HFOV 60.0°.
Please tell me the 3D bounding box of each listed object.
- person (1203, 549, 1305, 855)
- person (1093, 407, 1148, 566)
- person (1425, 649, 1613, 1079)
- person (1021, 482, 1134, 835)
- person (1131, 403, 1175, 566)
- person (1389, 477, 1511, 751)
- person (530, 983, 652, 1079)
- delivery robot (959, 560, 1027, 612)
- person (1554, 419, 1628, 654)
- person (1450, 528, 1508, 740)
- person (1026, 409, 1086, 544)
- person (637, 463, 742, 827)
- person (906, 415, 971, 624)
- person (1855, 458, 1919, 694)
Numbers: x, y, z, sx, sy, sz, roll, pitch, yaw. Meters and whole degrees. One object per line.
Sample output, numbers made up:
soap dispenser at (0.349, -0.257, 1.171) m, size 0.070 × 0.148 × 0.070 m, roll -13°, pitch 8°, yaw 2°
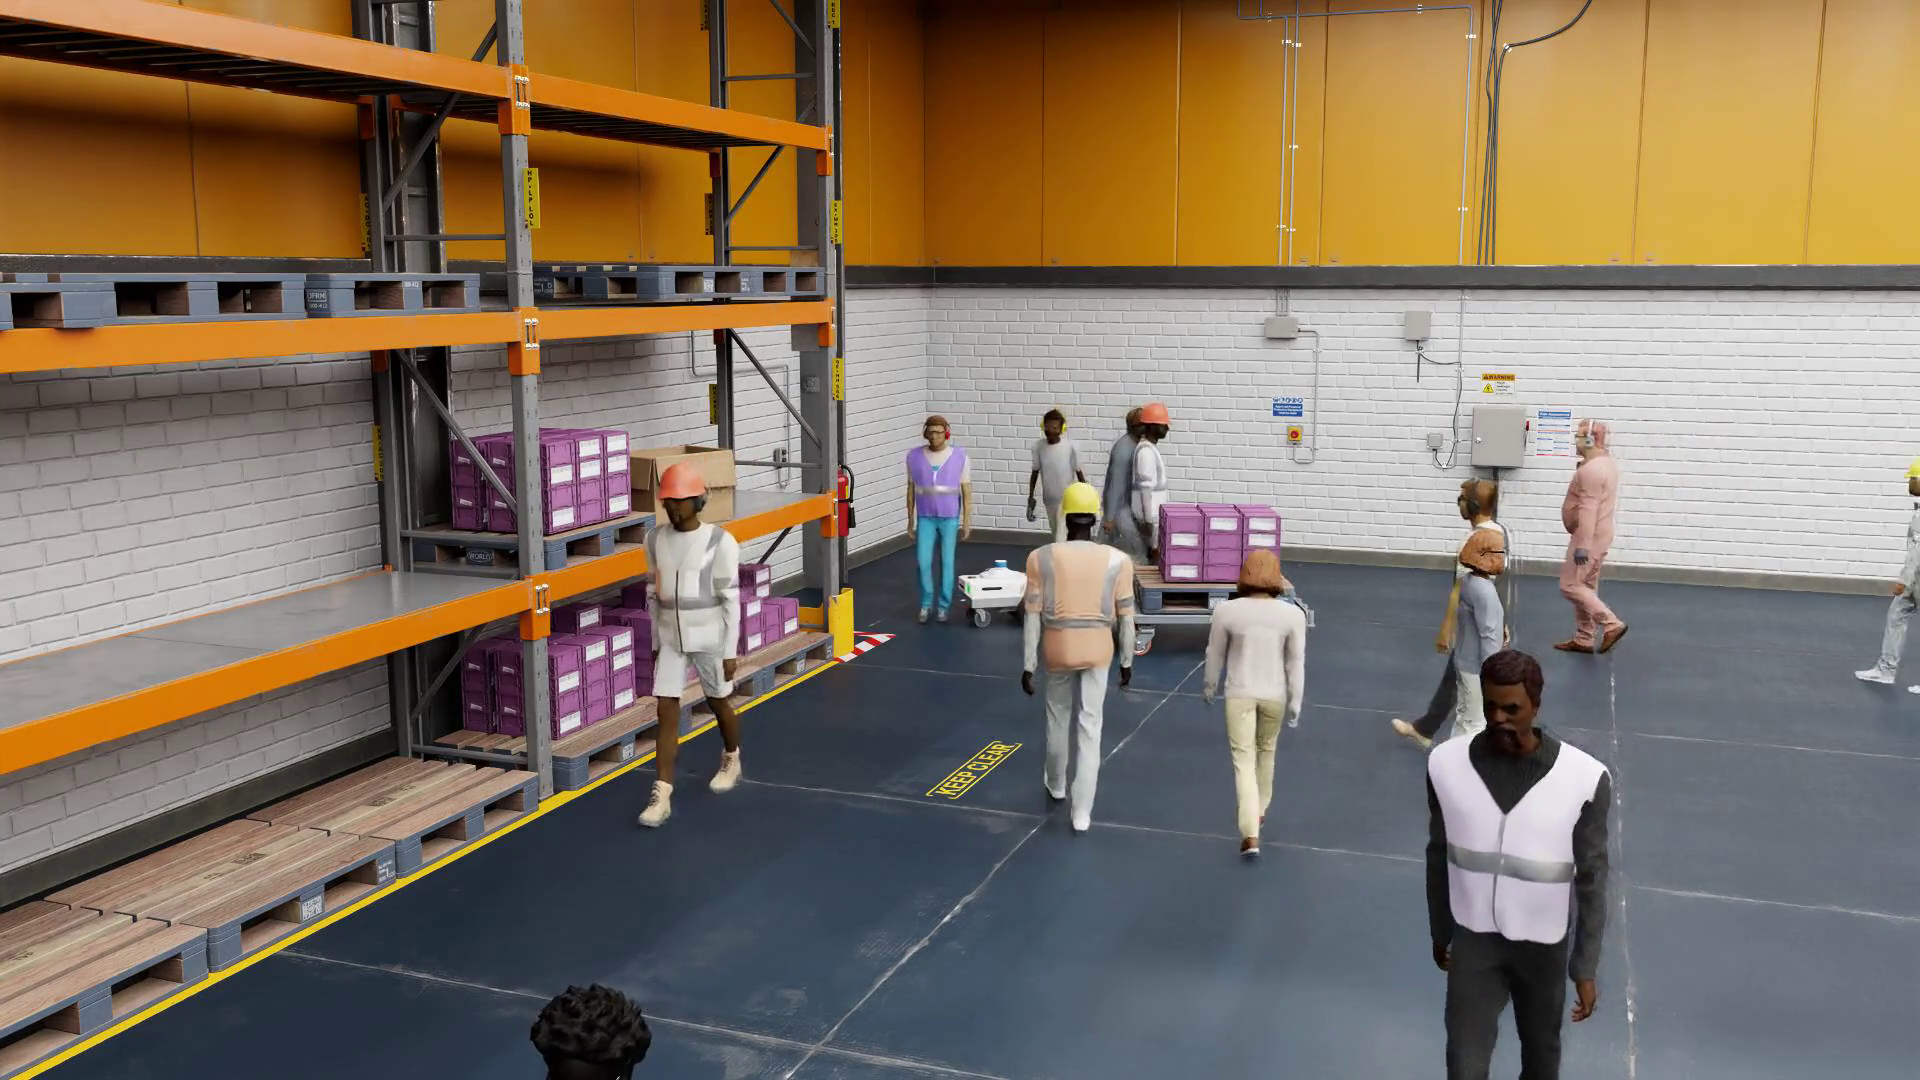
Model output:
person at (1.574, 0.845, 8.830) m, size 0.504 × 1.589 × 0.844 m, roll 0°, pitch 9°, yaw -2°
person at (1.431, -0.276, 15.074) m, size 0.942 × 1.870 × 0.652 m, roll 1°, pitch 9°, yaw 9°
person at (1.794, 1.254, 5.398) m, size 0.592 × 1.874 × 0.996 m, roll 5°, pitch 10°, yaw 29°
person at (0.653, 0.617, 9.285) m, size 0.620 × 1.889 × 0.913 m, roll 0°, pitch 9°, yaw 2°
person at (1.624, -0.275, 14.846) m, size 0.749 × 1.916 × 0.549 m, roll 1°, pitch 9°, yaw 7°
person at (3.136, 0.505, 10.312) m, size 0.950 × 1.791 × 0.533 m, roll 8°, pitch 12°, yaw 40°
person at (-0.702, 1.676, 3.285) m, size 0.532 × 1.693 × 0.319 m, roll 2°, pitch 9°, yaw 11°
delivery robot at (0.352, 0.417, 14.455) m, size 0.707 × 0.478 × 0.477 m, roll -2°, pitch 9°, yaw -14°
person at (5.025, -0.007, 13.206) m, size 0.492 × 1.895 × 0.664 m, roll 5°, pitch 10°, yaw 30°
person at (2.916, 0.742, 9.333) m, size 0.279 × 1.633 × 0.501 m, roll 0°, pitch 9°, yaw 3°
person at (0.909, -0.348, 15.665) m, size 0.593 × 1.809 × 1.026 m, roll 5°, pitch 11°, yaw 31°
person at (-1.519, 0.549, 9.445) m, size 0.623 × 1.994 × 1.032 m, roll 3°, pitch 10°, yaw 18°
person at (-0.196, -0.166, 14.432) m, size 0.576 × 1.827 × 0.600 m, roll 1°, pitch 9°, yaw 6°
person at (6.880, 0.255, 12.076) m, size 0.748 × 1.715 × 0.500 m, roll 6°, pitch 11°, yaw 34°
